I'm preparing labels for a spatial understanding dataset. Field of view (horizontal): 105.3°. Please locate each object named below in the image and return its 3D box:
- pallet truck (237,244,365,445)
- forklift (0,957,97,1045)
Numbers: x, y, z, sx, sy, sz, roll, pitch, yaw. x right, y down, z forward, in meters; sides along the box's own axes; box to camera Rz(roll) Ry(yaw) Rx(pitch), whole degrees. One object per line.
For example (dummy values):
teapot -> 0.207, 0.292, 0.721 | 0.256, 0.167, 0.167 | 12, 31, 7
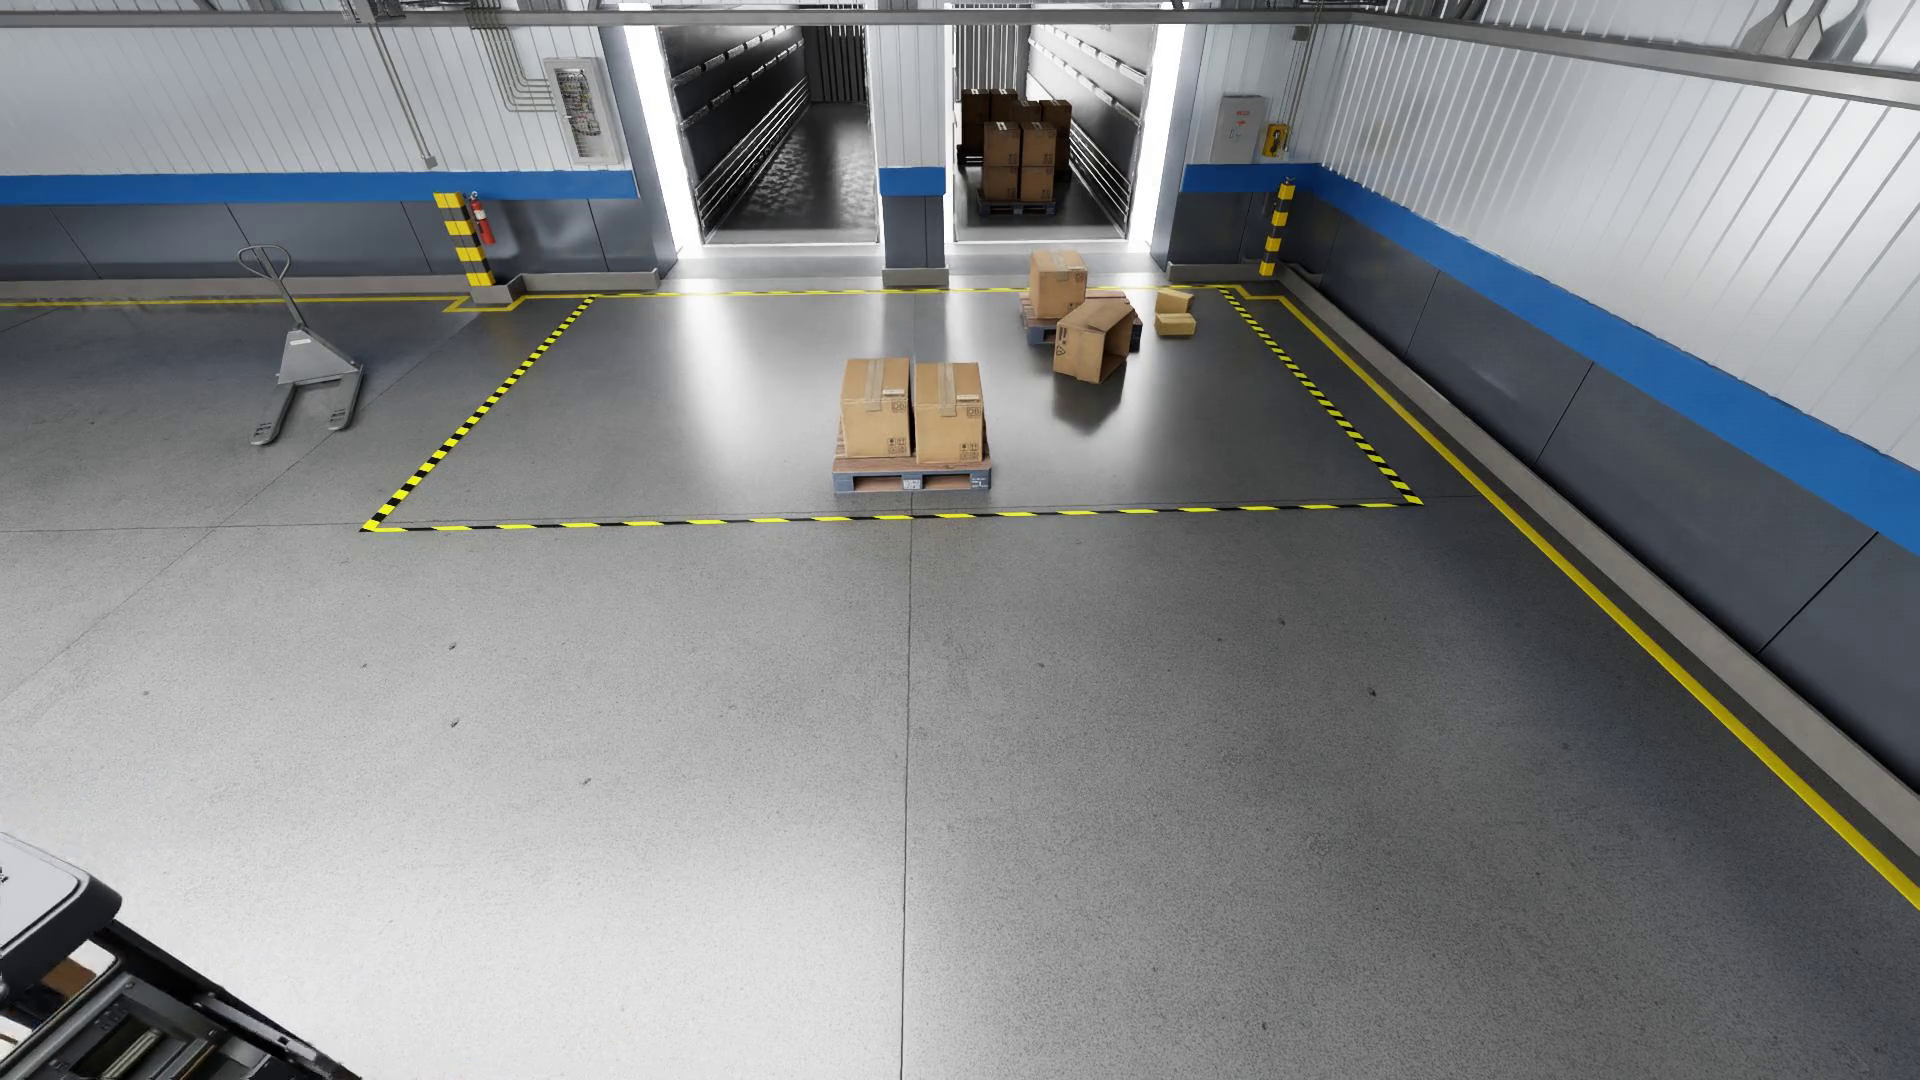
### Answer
pallet truck -> -5.915, -1.733, 6.366 | 0.680, 1.201, 1.601 | -18, 42, -21
forklift -> -2.324, 1.413, 1.757 | 0.776, 2.013, 0.716 | 12, 40, 15
